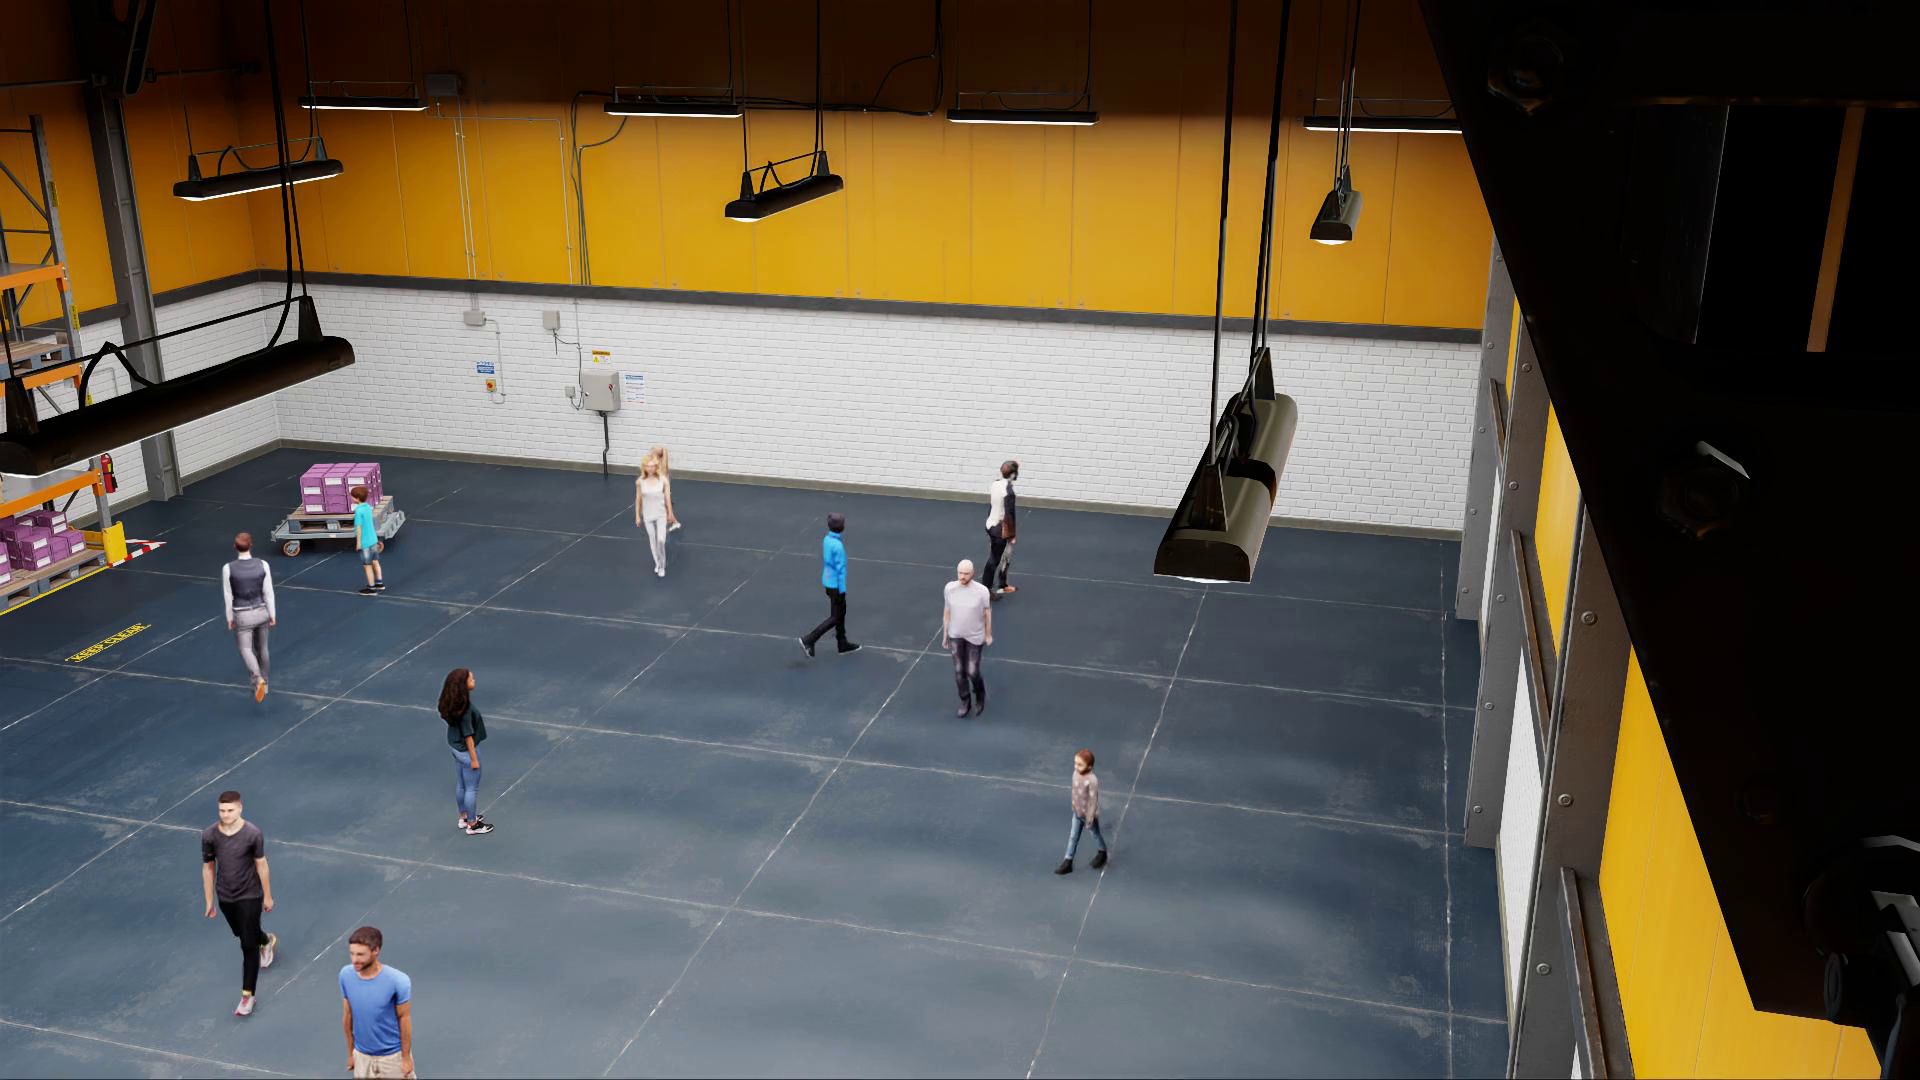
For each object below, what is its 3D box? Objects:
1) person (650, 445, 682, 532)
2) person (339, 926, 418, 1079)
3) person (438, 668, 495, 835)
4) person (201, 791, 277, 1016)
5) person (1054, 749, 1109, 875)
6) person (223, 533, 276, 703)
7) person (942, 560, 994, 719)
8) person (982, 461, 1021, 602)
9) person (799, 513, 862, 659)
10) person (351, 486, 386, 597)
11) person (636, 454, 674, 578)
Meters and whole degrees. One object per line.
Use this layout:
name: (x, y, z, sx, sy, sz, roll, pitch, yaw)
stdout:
person: (-4.286, -0.741, 24.091, 0.578, 1.257, 0.776, 6, 20, 17)
person: (-3.816, 3.358, 10.973, 0.675, 1.862, 0.594, 3, 19, 9)
person: (-4.616, 1.956, 15.523, 0.764, 1.616, 0.715, -13, 23, -34)
person: (-5.599, 2.744, 12.997, 0.830, 1.733, 1.202, 0, 19, 1)
person: (1.169, 2.413, 14.862, 0.897, 1.171, 0.782, -15, 24, -38)
person: (-7.795, 0.865, 18.290, 1.050, 1.916, 1.114, -10, 21, -27)
person: (0.106, 1.021, 17.999, 0.696, 1.807, 0.683, 8, 20, 21)
person: (0.429, -0.104, 21.255, 0.925, 1.861, 0.883, -5, 19, -16)
person: (-1.540, 0.558, 19.418, 1.068, 1.779, 1.052, -9, 20, -24)
person: (-7.702, -0.008, 21.618, 0.605, 1.447, 0.470, 2, 19, 5)
person: (-4.085, -0.364, 22.351, 0.707, 1.655, 0.783, 0, 19, 1)
